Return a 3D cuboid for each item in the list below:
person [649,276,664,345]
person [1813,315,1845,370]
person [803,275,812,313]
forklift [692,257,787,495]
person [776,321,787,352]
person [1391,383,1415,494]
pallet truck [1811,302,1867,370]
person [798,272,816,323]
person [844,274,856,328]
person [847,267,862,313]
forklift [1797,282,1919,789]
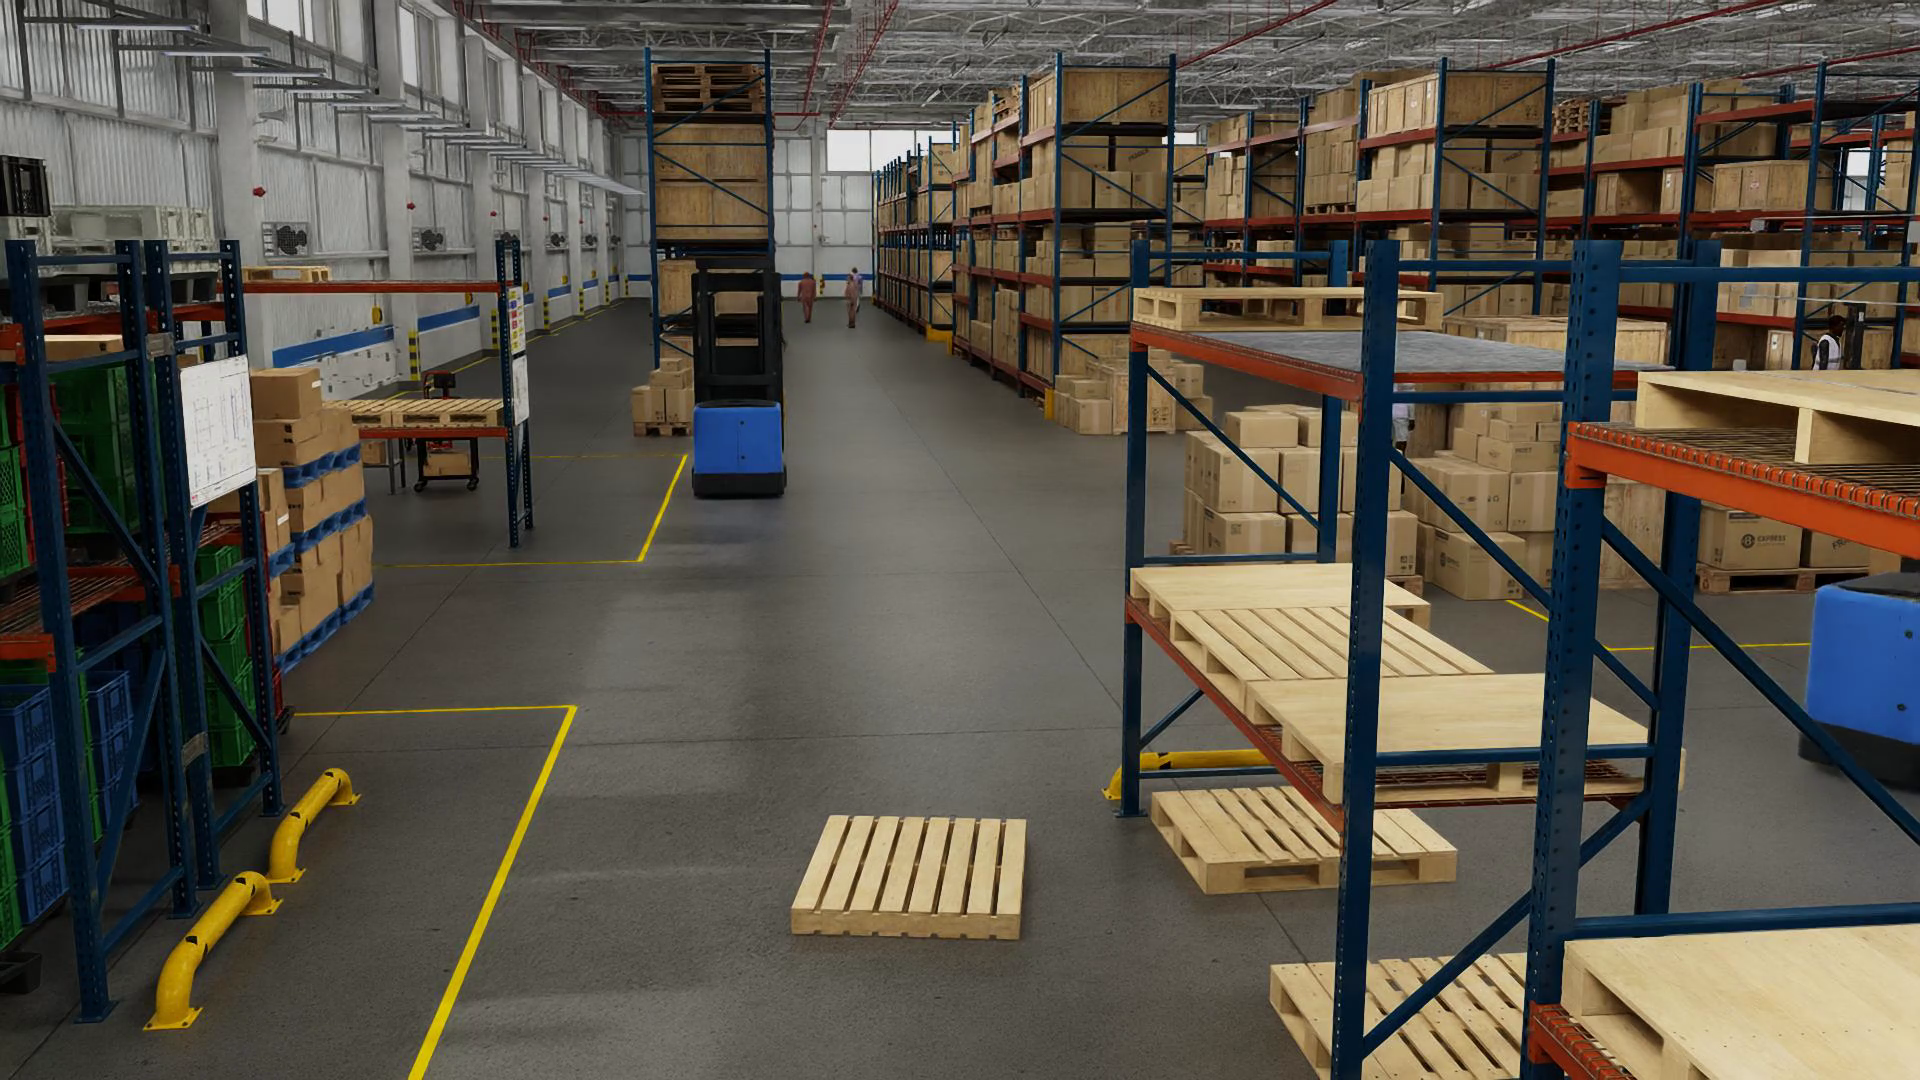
[{"bbox_3d":[-8.806,-6.663,48.172,0.377,2.045,0.605,3,11,19],"label":"person"},{"bbox_3d":[13.126,-2.446,25.186,0.397,1.911,0.587,9,14,42],"label":"person"},{"bbox_3d":[-6.439,-10.364,69.873,0.522,1.613,0.756,2,10,12],"label":"person"},{"bbox_3d":[-2.696,-2.029,20.179,1.129,2.768,1.873,-1,10,-6],"label":"forklift"},{"bbox_3d":[-4.972,-5.750,44.144,0.620,1.663,0.538,2,10,13],"label":"person"},{"bbox_3d":[5.262,-1.526,19.993,0.354,1.942,0.545,-7,12,-33],"label":"person"},{"bbox_3d":[15.846,-3.142,28.793,1.885,1.965,0.823,2,10,12],"label":"pallet truck"},{"bbox_3d":[-5.639,-8.923,61.216,0.659,1.865,0.977,-2,10,-11],"label":"person"},{"bbox_3d":[-3.827,-8.260,57.523,0.403,1.880,0.790,-2,11,-13],"label":"person"},{"bbox_3d":[-4.361,-10.354,68.988,0.625,1.924,0.478,-2,10,-10],"label":"person"},{"bbox_3d":[5.856,-0.092,9.442,1.873,2.768,1.129,-7,12,-34],"label":"forklift"}]
